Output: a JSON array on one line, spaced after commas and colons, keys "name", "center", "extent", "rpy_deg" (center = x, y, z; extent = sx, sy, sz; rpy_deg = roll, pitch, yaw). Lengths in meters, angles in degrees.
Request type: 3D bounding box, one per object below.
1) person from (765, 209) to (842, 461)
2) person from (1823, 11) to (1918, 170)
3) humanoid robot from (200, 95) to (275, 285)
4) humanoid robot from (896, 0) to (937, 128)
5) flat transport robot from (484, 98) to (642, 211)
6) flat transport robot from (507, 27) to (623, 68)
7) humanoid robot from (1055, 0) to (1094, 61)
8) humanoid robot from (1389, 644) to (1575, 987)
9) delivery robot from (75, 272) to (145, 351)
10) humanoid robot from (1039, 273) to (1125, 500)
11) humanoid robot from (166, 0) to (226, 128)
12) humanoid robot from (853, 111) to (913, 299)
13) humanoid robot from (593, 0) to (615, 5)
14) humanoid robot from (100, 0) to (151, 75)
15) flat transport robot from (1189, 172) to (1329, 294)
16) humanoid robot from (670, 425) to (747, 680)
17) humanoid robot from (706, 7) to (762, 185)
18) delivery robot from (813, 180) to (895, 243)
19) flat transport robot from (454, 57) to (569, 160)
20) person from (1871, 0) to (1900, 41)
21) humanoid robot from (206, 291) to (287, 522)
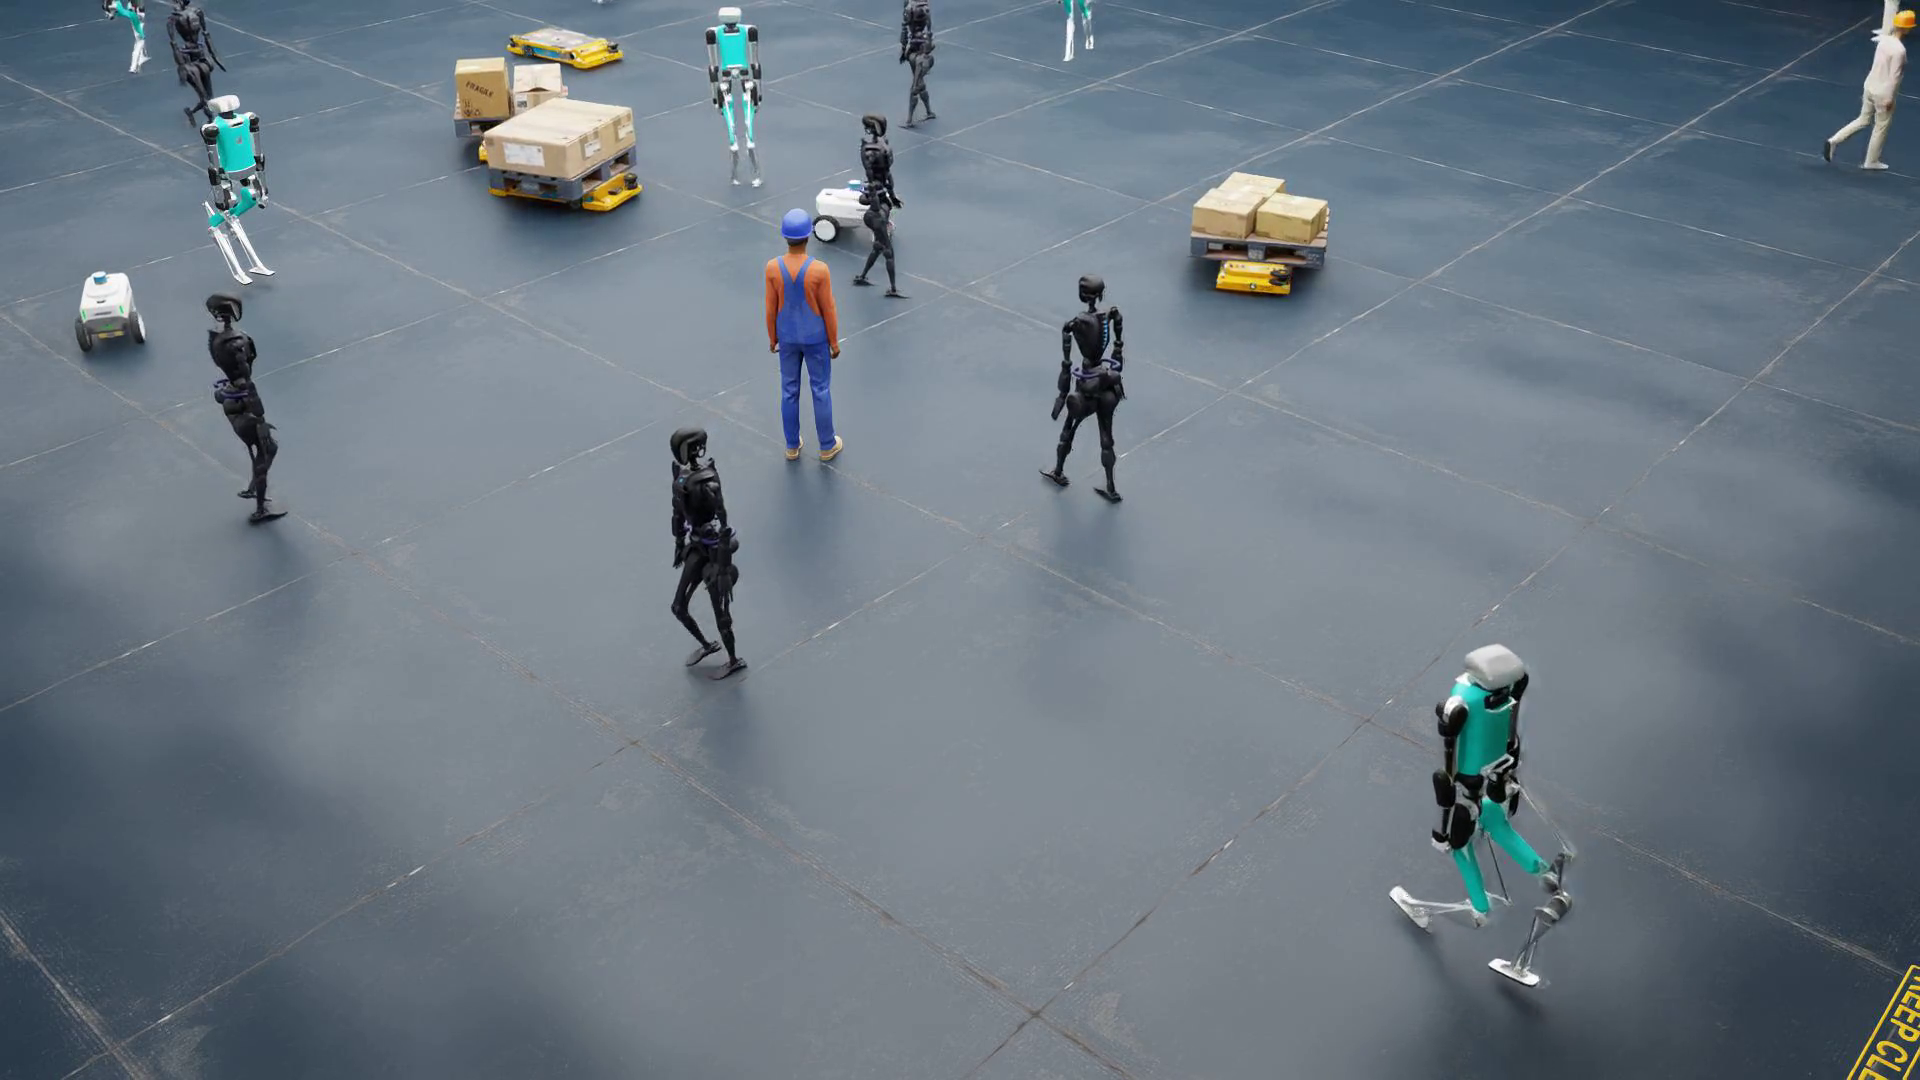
[{"name": "person", "center": [-1.126, -1.454, 11.945], "extent": [0.515, 1.907, 0.363], "rpy_deg": [4, 32, 7]}, {"name": "person", "center": [9.557, -4.679, 17.348], "extent": [0.637, 1.671, 0.484], "rpy_deg": [-3, 32, -5]}, {"name": "humanoid robot", "center": [-6.452, -3.115, 14.651], "extent": [0.735, 1.677, 0.533], "rpy_deg": [19, 37, 28]}, {"name": "humanoid robot", "center": [-0.518, -5.472, 18.644], "extent": [0.656, 1.636, 0.595], "rpy_deg": [-19, 37, -28]}, {"name": "flat transport robot", "center": [-4.041, -3.638, 17.012], "extent": [1.431, 0.231, 0.659], "rpy_deg": [12, 34, 18]}, {"name": "flat transport robot", "center": [-5.075, -6.312, 21.318], "extent": [1.431, 0.231, 0.659], "rpy_deg": [20, 37, 29]}, {"name": "humanoid robot", "center": [1.530, -6.996, 21.085], "extent": [0.554, 1.826, 0.855], "rpy_deg": [12, 34, 18]}, {"name": "humanoid robot", "center": [2.514, 1.360, 7.617], "extent": [0.536, 1.770, 1.033], "rpy_deg": [-21, 38, -30]}, {"name": "delivery robot", "center": [-7.193, -1.955, 14.041], "extent": [0.499, 0.606, 0.807], "rpy_deg": [-11, 33, -17]}, {"name": "humanoid robot", "center": [0.886, -1.089, 11.590], "extent": [0.613, 1.633, 0.679], "rpy_deg": [-22, 38, -32]}, {"name": "humanoid robot", "center": [-8.517, -5.312, 18.387], "extent": [0.633, 1.631, 0.598], "rpy_deg": [12, 34, 18]}, {"name": "humanoid robot", "center": [-0.682, -2.971, 14.631], "extent": [0.613, 1.645, 0.609], "rpy_deg": [8, 33, 12]}, {"name": "humanoid robot", "center": [-4.994, -8.307, 23.041], "extent": [0.535, 1.705, 0.713], "rpy_deg": [-14, 34, -21]}, {"name": "humanoid robot", "center": [-10.152, -6.564, 20.342], "extent": [0.580, 1.733, 1.033], "rpy_deg": [1, 32, 1]}, {"name": "flat transport robot", "center": [2.761, -2.655, 15.430], "extent": [0.659, 0.231, 1.431], "rpy_deg": [7, 32, 10]}, {"name": "humanoid robot", "center": [-1.480, 0.094, 9.668], "extent": [0.360, 1.651, 0.612], "rpy_deg": [-23, 39, -33]}, {"name": "humanoid robot", "center": [-2.259, -4.458, 16.940], "extent": [0.530, 1.786, 0.679], "rpy_deg": [-6, 32, -9]}, {"name": "delivery robot", "center": [-1.021, -3.147, 15.959], "extent": [0.808, 0.604, 0.499], "rpy_deg": [7, 33, 11]}, {"name": "flat transport robot", "center": [-4.941, -4.559, 18.496], "extent": [0.659, 0.231, 1.431], "rpy_deg": [-6, 32, -10]}, {"name": "person", "center": [12.250, -7.379, 21.751], "extent": [0.318, 1.625, 0.569], "rpy_deg": [15, 35, 23]}, {"name": "humanoid robot", "center": [-4.841, -0.902, 11.263], "extent": [0.346, 1.648, 0.591], "rpy_deg": [-21, 37, -30]}]
